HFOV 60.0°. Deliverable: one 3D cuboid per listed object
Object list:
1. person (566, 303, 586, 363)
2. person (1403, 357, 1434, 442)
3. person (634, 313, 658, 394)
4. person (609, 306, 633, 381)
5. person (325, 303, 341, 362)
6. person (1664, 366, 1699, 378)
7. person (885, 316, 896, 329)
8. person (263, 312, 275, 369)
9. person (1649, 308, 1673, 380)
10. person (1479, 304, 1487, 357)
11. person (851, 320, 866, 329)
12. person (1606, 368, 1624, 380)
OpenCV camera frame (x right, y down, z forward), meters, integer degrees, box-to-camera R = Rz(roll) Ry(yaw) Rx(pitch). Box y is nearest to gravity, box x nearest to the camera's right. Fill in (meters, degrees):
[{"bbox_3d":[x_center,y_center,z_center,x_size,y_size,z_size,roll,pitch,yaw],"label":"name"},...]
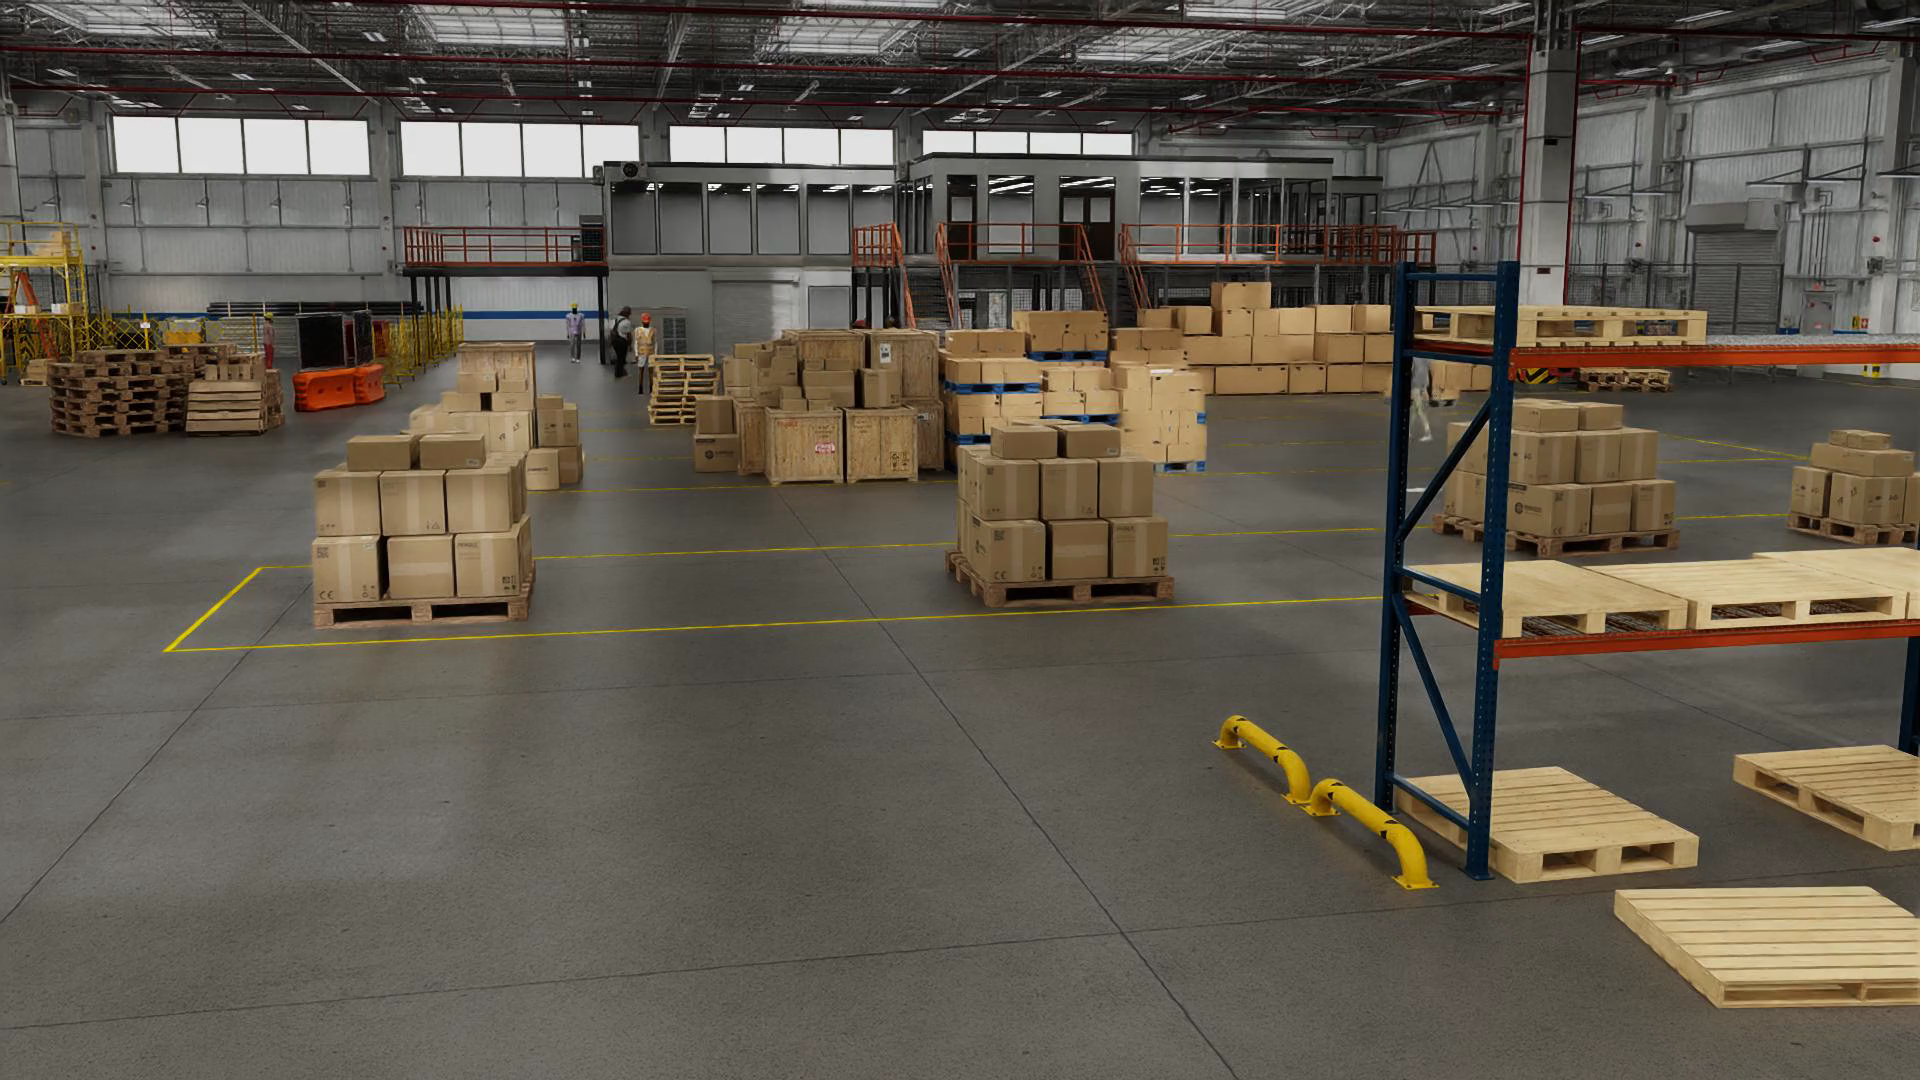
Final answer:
[{"bbox_3d":[-12.084,-6.510,52.313,0.605,1.880,0.947,-2,9,-10],"label":"person"},{"bbox_3d":[7.927,-2.629,28.880,0.542,1.819,0.973,-5,11,-30],"label":"person"},{"bbox_3d":[-7.437,-4.418,39.449,0.543,1.928,0.374,-3,10,-18],"label":"person"},{"bbox_3d":[-8.889,-5.238,44.104,0.746,2.000,0.879,8,13,42],"label":"person"},{"bbox_3d":[-19.895,-6.556,52.688,0.598,1.866,0.619,6,11,33],"label":"person"},{"bbox_3d":[19.724,-5.293,45.369,0.808,1.734,0.525,9,13,42],"label":"person"},{"bbox_3d":[-1.523,-4.005,36.969,0.634,1.919,0.468,-4,10,-25],"label":"person"},{"bbox_3d":[-19.060,-5.400,45.954,0.335,1.761,0.519,-9,13,-43],"label":"person"},{"bbox_3d":[18.622,-5.201,44.228,0.594,1.922,0.378,2,9,9],"label":"person"},{"bbox_3d":[14.330,-5.472,45.662,0.375,1.997,0.611,-1,9,-3],"label":"person"},{"bbox_3d":[-1.985,-3.210,31.887,0.735,1.991,0.501,-6,11,-31],"label":"person"},{"bbox_3d":[17.115,-5.022,43.226,0.882,1.908,0.553,-2,10,-12],"label":"person"}]
